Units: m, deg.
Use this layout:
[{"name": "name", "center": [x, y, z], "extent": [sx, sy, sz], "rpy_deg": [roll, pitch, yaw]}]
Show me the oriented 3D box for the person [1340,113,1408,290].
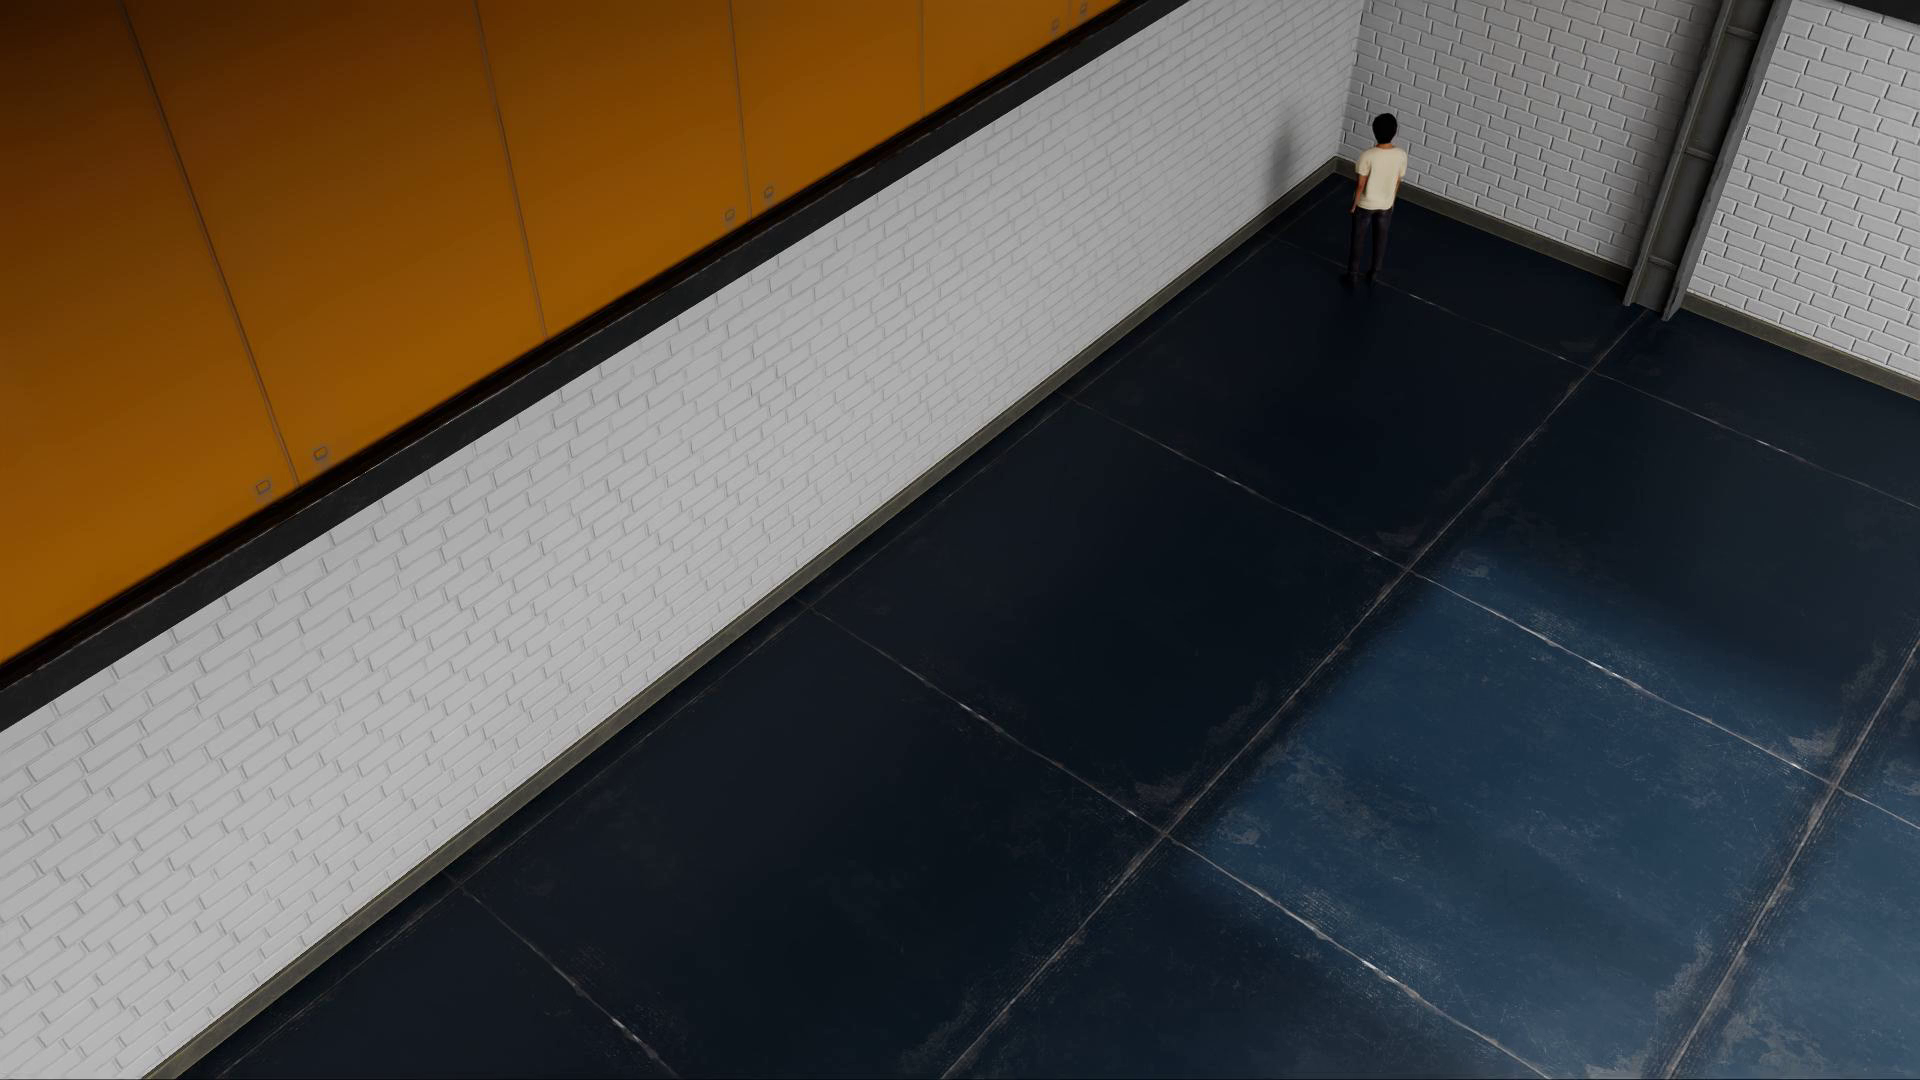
[{"name": "person", "center": [3.436, -2.795, 13.798], "extent": [0.646, 1.589, 0.691], "rpy_deg": [-5, 44, -6]}]
